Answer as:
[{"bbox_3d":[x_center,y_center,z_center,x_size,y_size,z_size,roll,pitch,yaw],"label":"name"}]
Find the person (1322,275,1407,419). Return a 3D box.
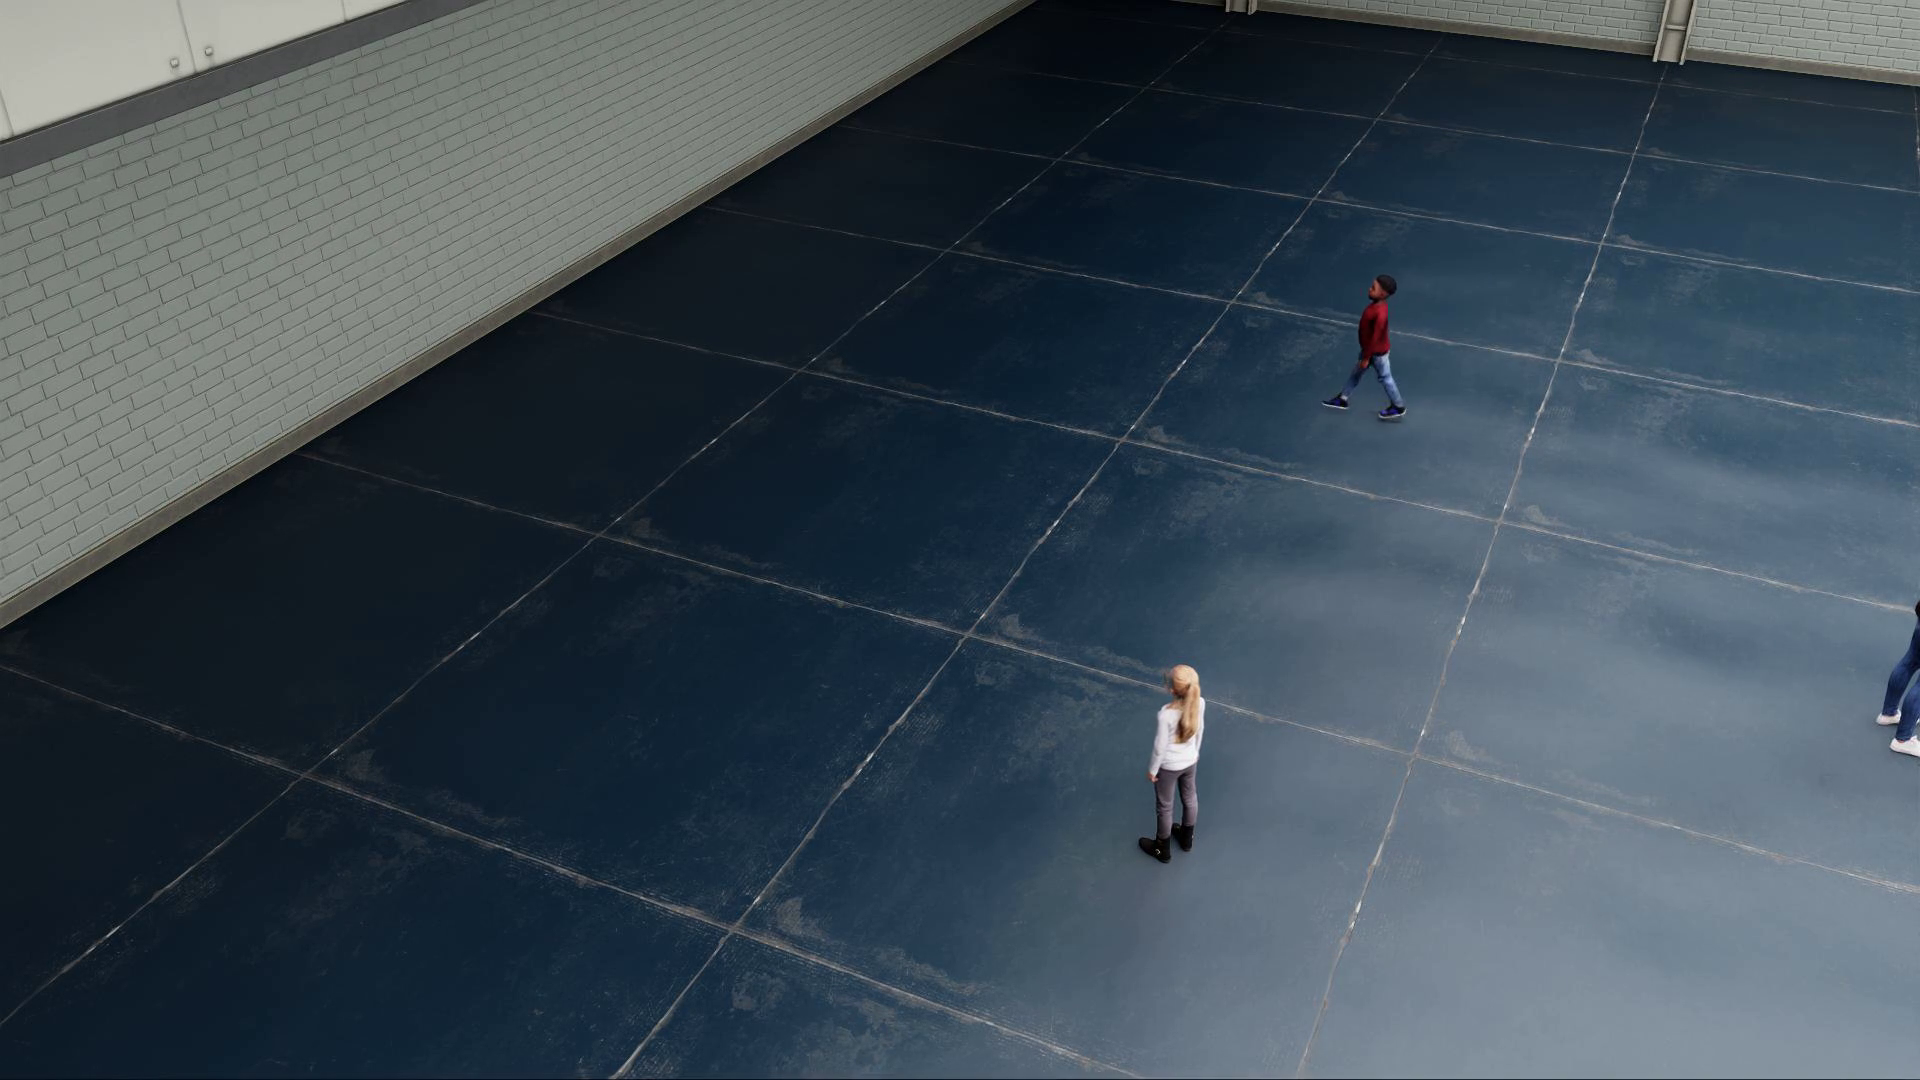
[{"bbox_3d":[3.443,-1.546,13.519,0.955,1.223,0.690,4,32,6],"label":"person"}]

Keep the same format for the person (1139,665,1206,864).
[{"bbox_3d":[1.188,1.212,9.094,0.579,1.279,0.624,-17,36,-25],"label":"person"}]

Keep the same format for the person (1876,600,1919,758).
[{"bbox_3d":[5.804,0.479,9.841,0.617,1.723,0.647,5,33,8],"label":"person"}]
